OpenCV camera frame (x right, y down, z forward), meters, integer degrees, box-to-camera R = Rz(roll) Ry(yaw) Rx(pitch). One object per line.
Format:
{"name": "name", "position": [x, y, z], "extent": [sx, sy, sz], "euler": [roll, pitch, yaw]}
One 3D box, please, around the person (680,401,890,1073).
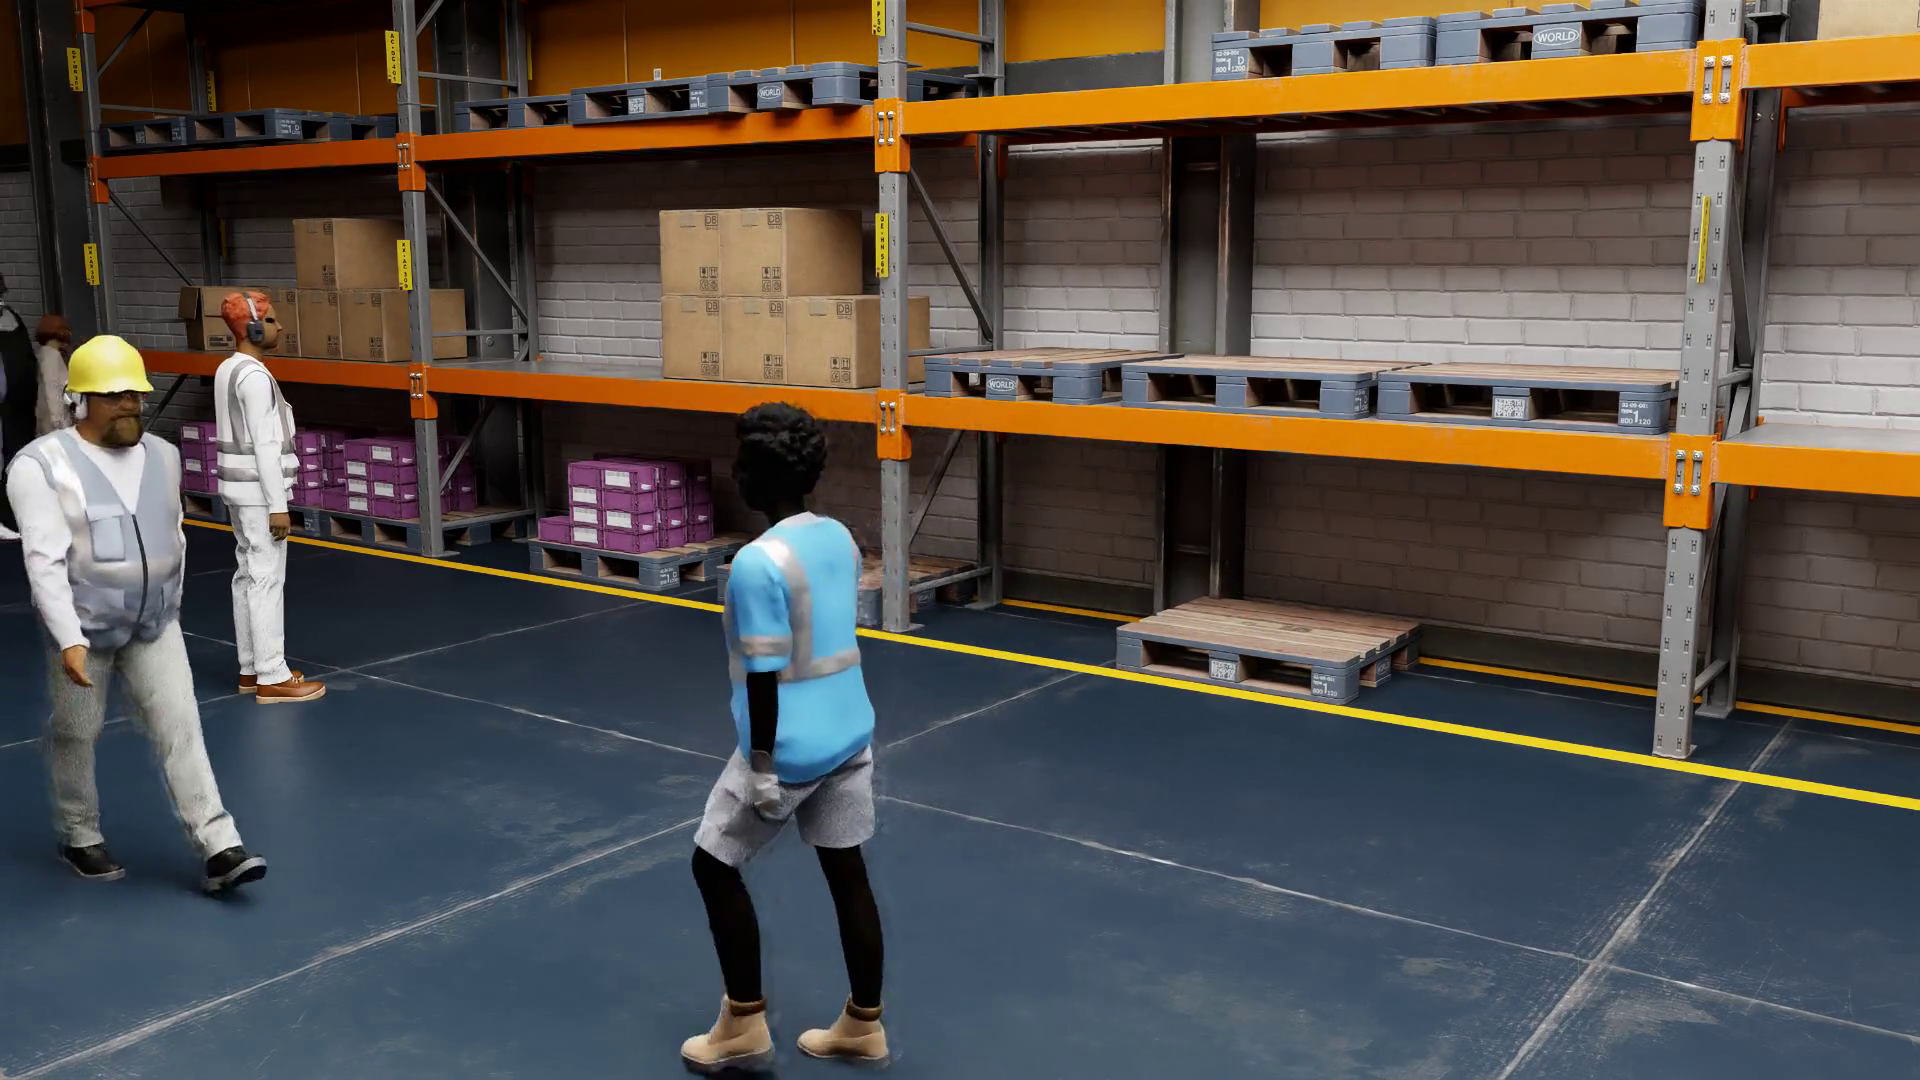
{"name": "person", "position": [-0.446, 0.501, 4.122], "extent": [0.605, 1.679, 0.539], "euler": [5, 11, 26]}

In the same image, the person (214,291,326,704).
{"name": "person", "position": [-3.208, -0.192, 7.647], "extent": [0.355, 1.884, 0.575], "euler": [-7, 12, -37]}

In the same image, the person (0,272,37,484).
{"name": "person", "position": [-7.606, -1.174, 13.031], "extent": [0.798, 2.000, 0.724], "euler": [1, 10, 8]}

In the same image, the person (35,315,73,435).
{"name": "person", "position": [-6.943, -0.915, 12.775], "extent": [0.329, 1.615, 0.595], "euler": [-4, 10, -24]}

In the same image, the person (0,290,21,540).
{"name": "person", "position": [-7.163, -0.911, 11.961], "extent": [0.604, 1.874, 0.723], "euler": [-1, 10, -8]}

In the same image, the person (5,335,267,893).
{"name": "person", "position": [-2.615, 0.259, 5.244], "extent": [0.929, 1.781, 0.590], "euler": [6, 11, 34]}
